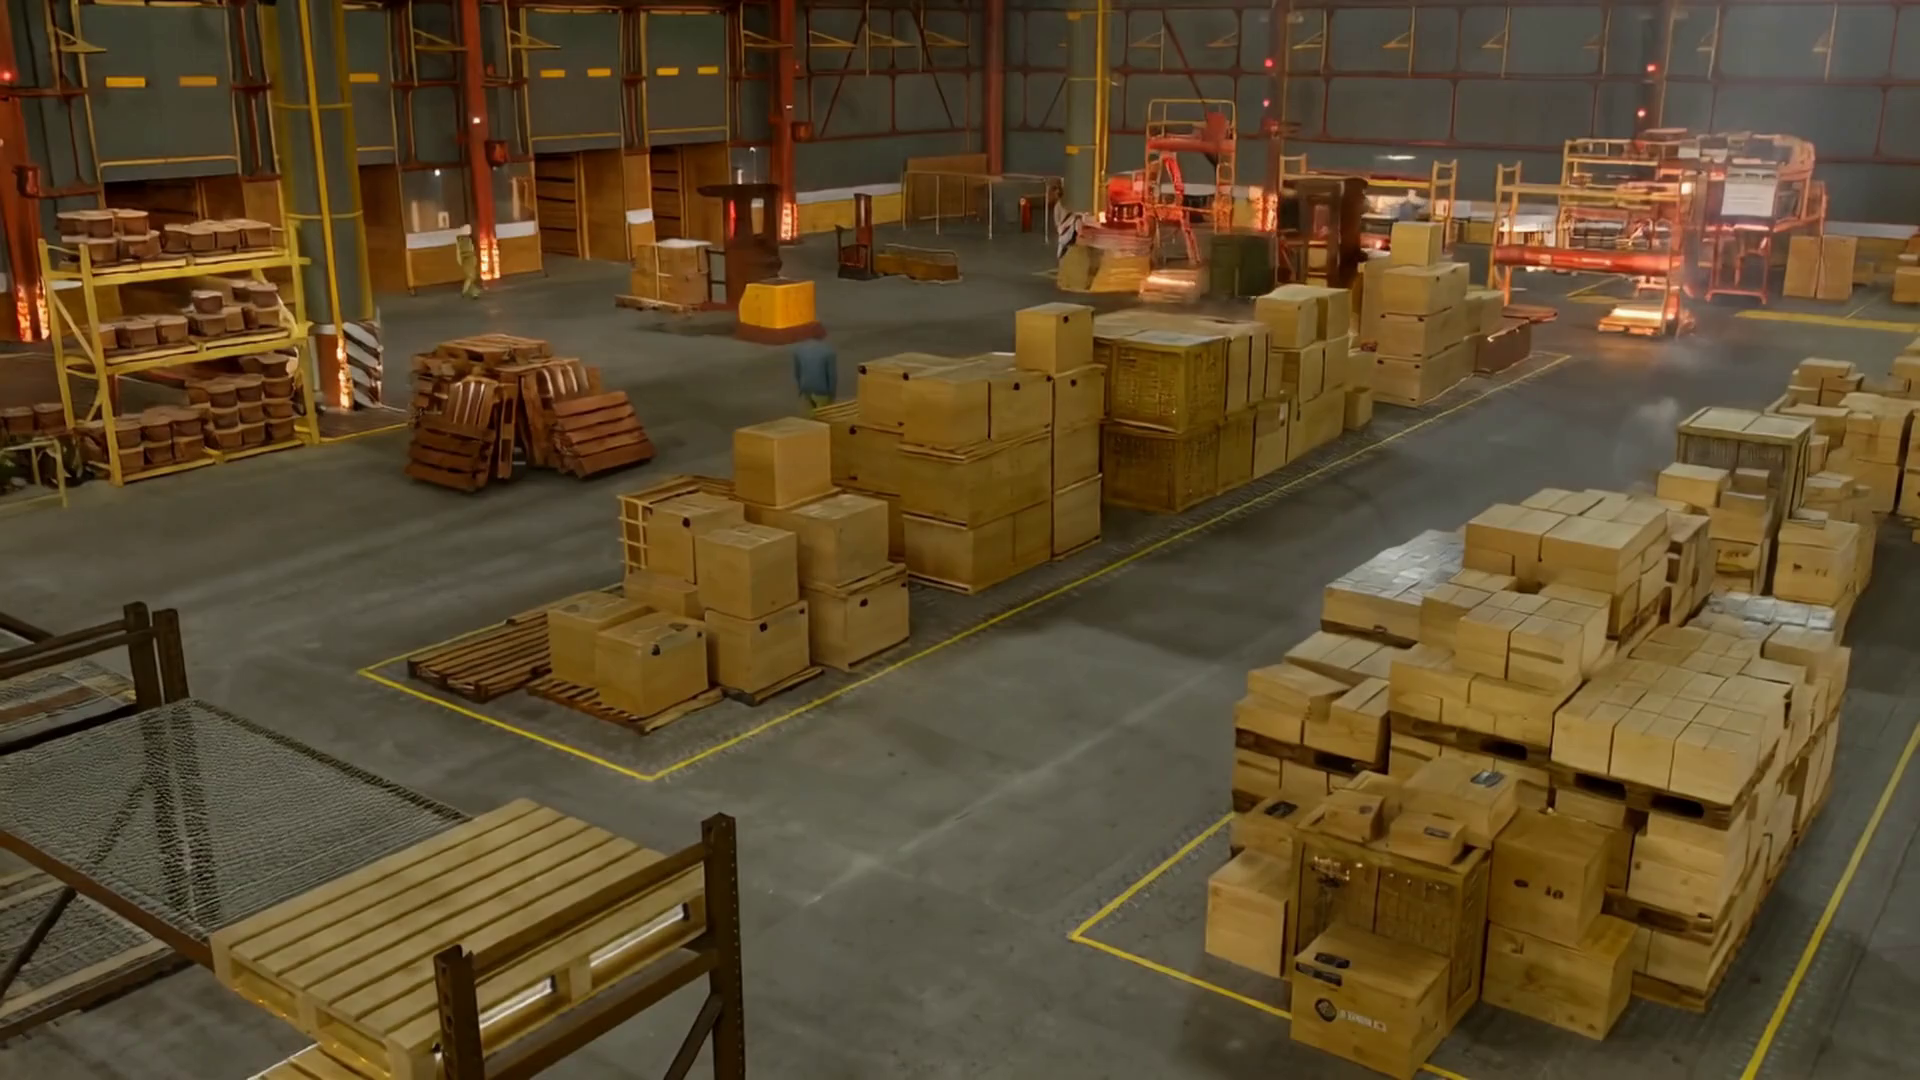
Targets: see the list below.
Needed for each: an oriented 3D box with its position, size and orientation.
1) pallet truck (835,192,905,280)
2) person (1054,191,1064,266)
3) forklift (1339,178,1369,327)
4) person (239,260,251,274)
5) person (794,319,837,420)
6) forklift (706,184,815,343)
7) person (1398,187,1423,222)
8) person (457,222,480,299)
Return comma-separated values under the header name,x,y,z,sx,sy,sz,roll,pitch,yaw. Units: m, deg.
name,x,y,z,sx,sy,sz,roll,pitch,yaw
pallet truck,-1.936,-7.159,38.982,1.885,1.965,0.823,-12,21,-34
person,2.615,-7.679,40.807,0.636,1.937,0.358,12,21,35
forklift,7.557,-5.562,32.192,1.873,2.768,1.129,3,17,10
person,-12.140,-3.867,28.376,0.569,1.825,0.984,15,23,41
person,-1.918,-1.947,21.874,0.630,1.914,0.873,6,18,19
forklift,-3.717,-5.181,30.929,1.873,2.768,1.129,12,21,35
person,11.135,-7.722,41.019,0.726,1.894,0.598,-14,22,-40
person,-10.567,-6.016,35.820,0.546,1.625,0.375,9,19,27
